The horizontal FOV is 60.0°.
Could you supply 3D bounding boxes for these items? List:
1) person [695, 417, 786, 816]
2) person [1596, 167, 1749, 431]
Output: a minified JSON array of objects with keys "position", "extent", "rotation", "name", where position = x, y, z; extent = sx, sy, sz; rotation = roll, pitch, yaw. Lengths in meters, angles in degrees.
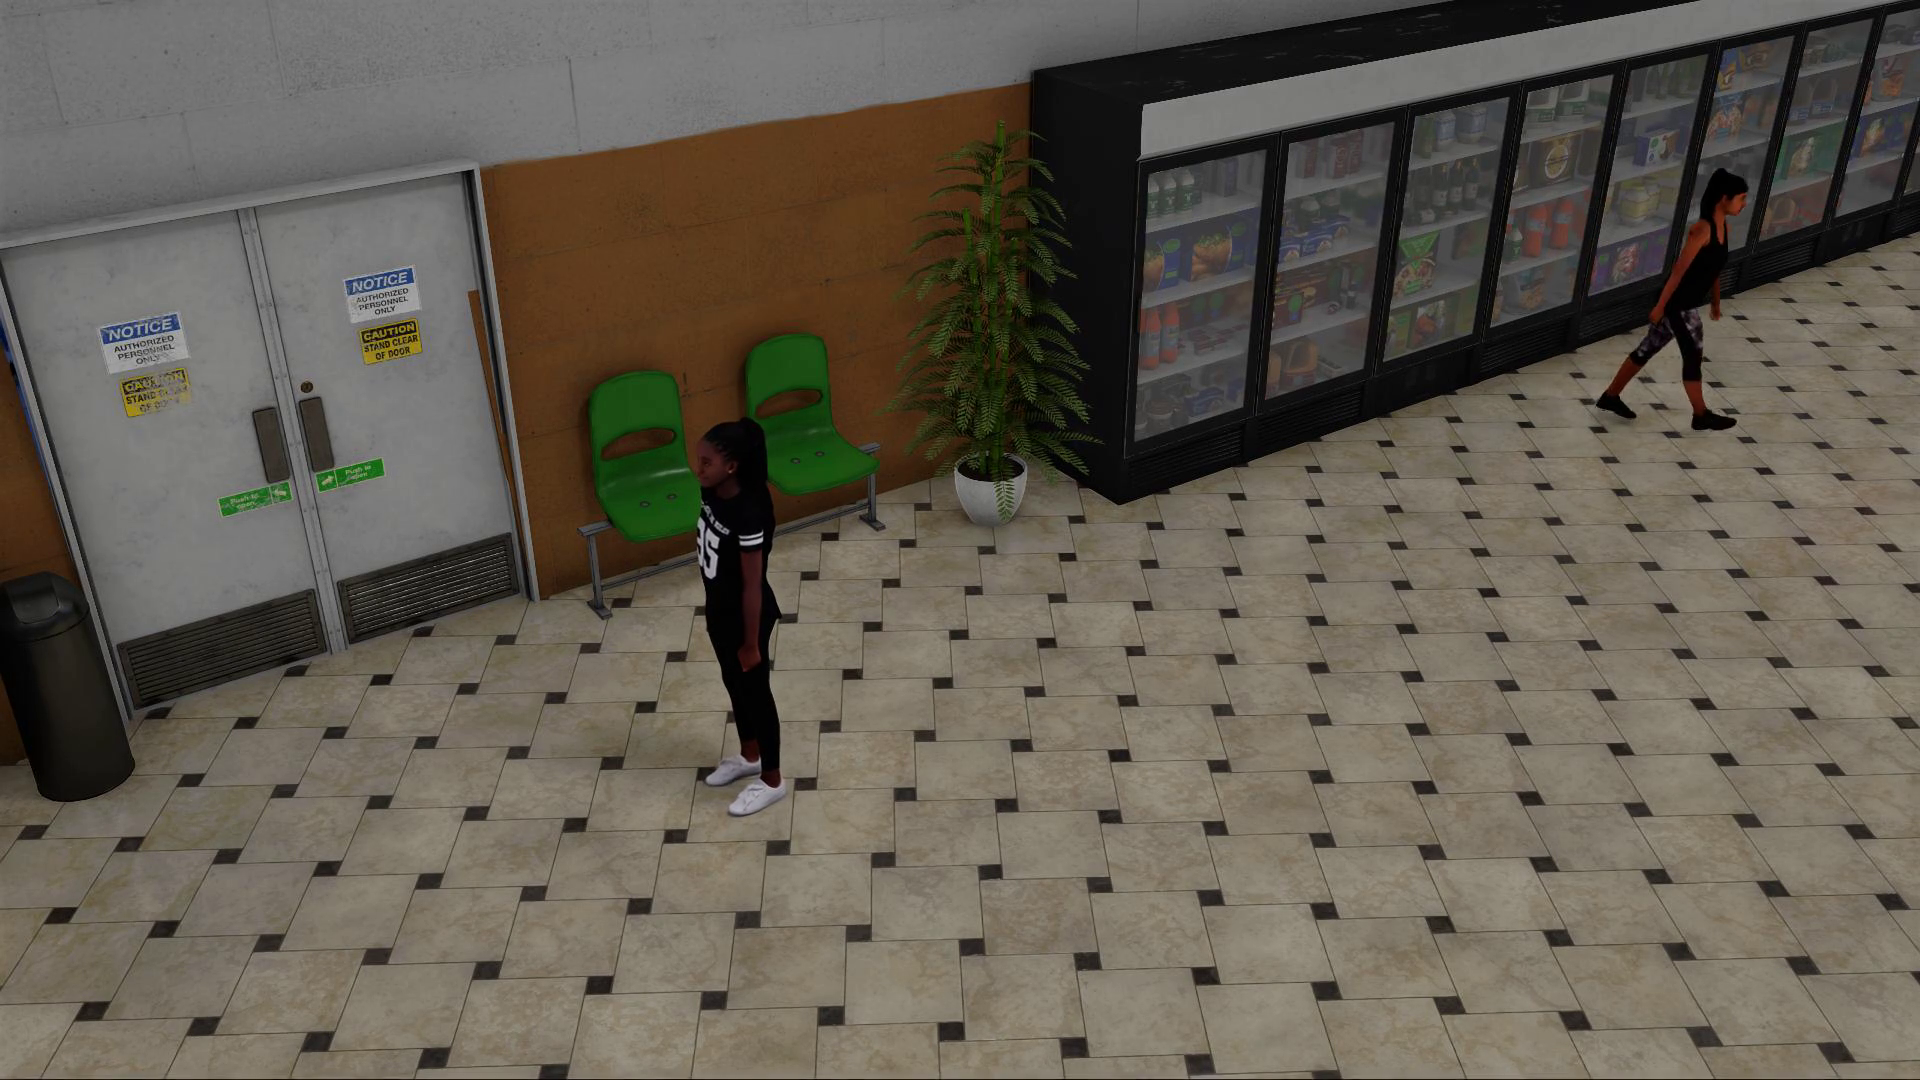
[{"position":[-0.904,0.311,6.807],"extent":[0.662,1.731,0.497],"rotation":[-17,33,-28],"name":"person"},{"position":[4.303,-1.445,10.142],"extent":[1.126,1.616,0.850],"rotation":[22,36,35],"name":"person"}]
